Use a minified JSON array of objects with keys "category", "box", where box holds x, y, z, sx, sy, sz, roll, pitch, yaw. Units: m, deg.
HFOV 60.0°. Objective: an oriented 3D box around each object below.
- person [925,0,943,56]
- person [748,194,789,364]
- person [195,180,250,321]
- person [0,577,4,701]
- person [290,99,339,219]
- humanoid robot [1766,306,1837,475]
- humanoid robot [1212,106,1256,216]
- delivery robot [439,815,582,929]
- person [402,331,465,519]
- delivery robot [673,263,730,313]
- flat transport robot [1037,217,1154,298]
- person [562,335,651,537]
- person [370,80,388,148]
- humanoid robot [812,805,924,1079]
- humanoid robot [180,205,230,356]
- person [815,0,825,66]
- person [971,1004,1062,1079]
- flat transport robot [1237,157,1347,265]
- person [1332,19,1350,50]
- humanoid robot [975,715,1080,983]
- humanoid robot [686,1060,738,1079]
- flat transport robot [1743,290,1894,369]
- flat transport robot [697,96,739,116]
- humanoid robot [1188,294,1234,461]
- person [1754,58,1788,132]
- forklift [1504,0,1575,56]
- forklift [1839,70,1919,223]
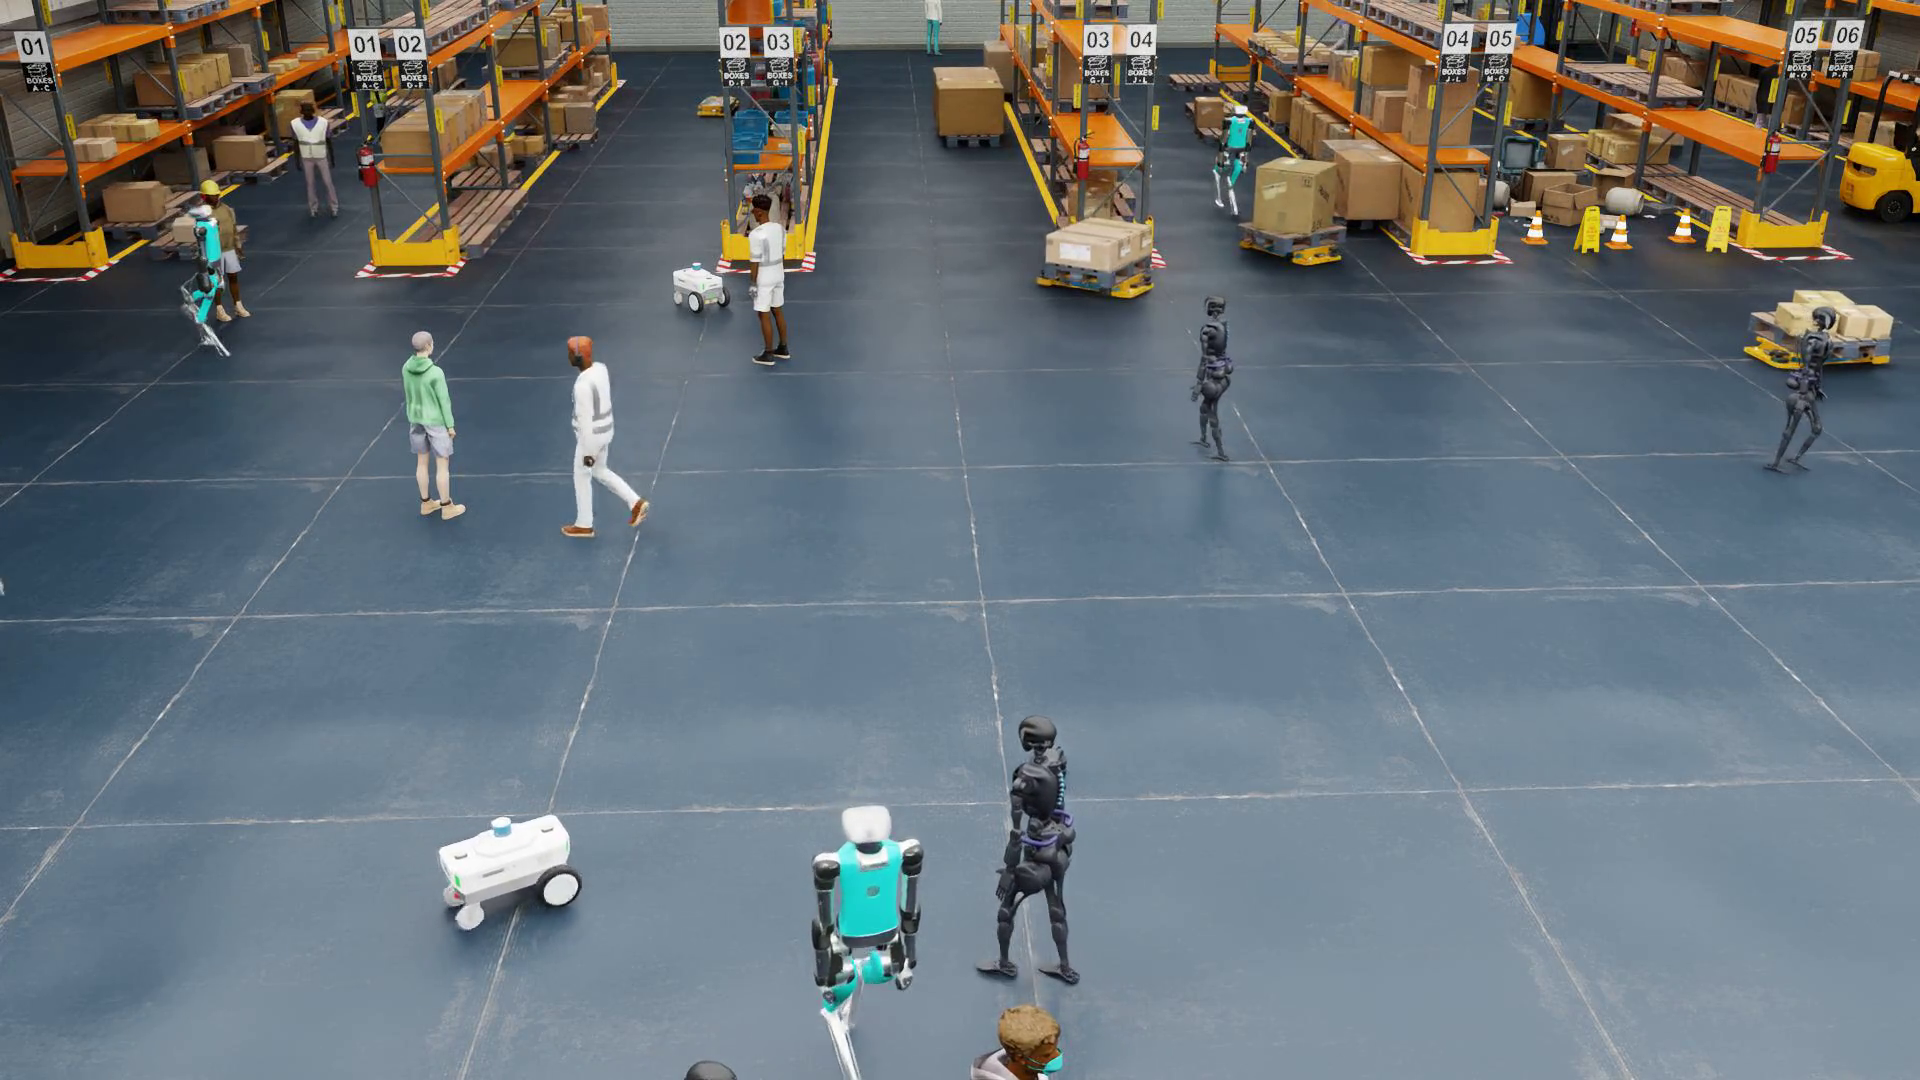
[{"category":"person","box":[-0.669,-13.287,42.483,0.524,1.772,0.299,19,30,35]},{"category":"person","box":[-2.221,-3.004,19.157,0.373,1.958,0.606,13,27,26]},{"category":"person","box":[-9.261,-3.628,20.797,0.411,1.758,0.542,20,31,37]},{"category":"person","box":[-7.183,0.278,11.863,0.606,1.885,0.474,-16,28,-31]},{"category":"person","box":[-10.030,-5.928,25.872,0.565,1.836,0.389,-6,25,-14]},{"category":"humanoid robot","box":[8.134,-1.427,15.942,0.456,1.648,0.600,20,31,37]},{"category":"humanoid robot","box":[4.240,-5.975,26.169,0.550,1.761,1.057,-5,25,-11]},{"category":"delivery robot","box":[-2.656,1.920,9.830,0.818,0.614,0.499,-14,28,-29]},{"category":"person","box":[-4.776,-1.030,14.987,0.465,1.733,0.327,9,26,20]},{"category":"delivery robot","box":[-3.362,-3.262,21.455,0.499,0.599,0.774,-21,31,-39]},{"category":"flat transport robot","box":[1.823,-3.494,22.324,1.431,0.231,0.659,15,28,30]},{"category":"person","box":[-3.154,-0.895,14.518,0.714,1.864,0.591,5,24,10]},{"category":"person","box":[-10.895,-8.236,31.230,0.320,1.693,0.533,-4,24,-10]},{"category":"humanoid robot","box":[-0.544,1.955,8.312,0.548,1.786,0.914,-8,25,-17]},{"category":"humanoid robot","box":[-8.928,-3.000,19.439,0.770,1.810,0.540,-1,24,-3]},{"category":"person","box":[-3.408,-11.910,39.287,0.421,1.845,0.541,6,25,13]},{"category":"person","box":[0.221,2.614,6.594,0.361,1.909,0.480,5,25,12]},{"category":"flat transport robot","box":[4.748,-4.216,23.947,0.659,0.231,1.431,-15,28,-30]},{"category":"person","box":[9.603,-12.879,41.559,0.760,1.779,0.601,-2,24,-5]},{"category":"humanoid robot","box":[0.399,1.662,9.018,0.557,1.639,0.587,14,28,29]},{"category":"humanoid robot","box":[-0.951,2.732,6.596,0.326,1.652,0.604,7,25,16]},{"category":"flat transport robot","box":[10.012,-2.216,19.452,1.431,0.231,0.659,-4,24,-9]},{"category":"flat transport robot","box":[-5.079,-9.106,34.934,0.659,0.231,1.431,1,24,1]},{"category":"humanoid robot","box":[2.461,-1.608,16.367,0.533,1.642,0.588,14,27,28]},{"category":"person","box":[14.874,-8.017,30.551,0.402,1.852,0.538,-20,31,-38]},{"category":"forklift","box":[14.700,-13.805,42.301,1.873,2.768,1.129,-1,24,-2]},{"category":"forklift","box":[15.132,-6.143,25.915,2.313,2.155,1.214,-1,24,-2]}]
